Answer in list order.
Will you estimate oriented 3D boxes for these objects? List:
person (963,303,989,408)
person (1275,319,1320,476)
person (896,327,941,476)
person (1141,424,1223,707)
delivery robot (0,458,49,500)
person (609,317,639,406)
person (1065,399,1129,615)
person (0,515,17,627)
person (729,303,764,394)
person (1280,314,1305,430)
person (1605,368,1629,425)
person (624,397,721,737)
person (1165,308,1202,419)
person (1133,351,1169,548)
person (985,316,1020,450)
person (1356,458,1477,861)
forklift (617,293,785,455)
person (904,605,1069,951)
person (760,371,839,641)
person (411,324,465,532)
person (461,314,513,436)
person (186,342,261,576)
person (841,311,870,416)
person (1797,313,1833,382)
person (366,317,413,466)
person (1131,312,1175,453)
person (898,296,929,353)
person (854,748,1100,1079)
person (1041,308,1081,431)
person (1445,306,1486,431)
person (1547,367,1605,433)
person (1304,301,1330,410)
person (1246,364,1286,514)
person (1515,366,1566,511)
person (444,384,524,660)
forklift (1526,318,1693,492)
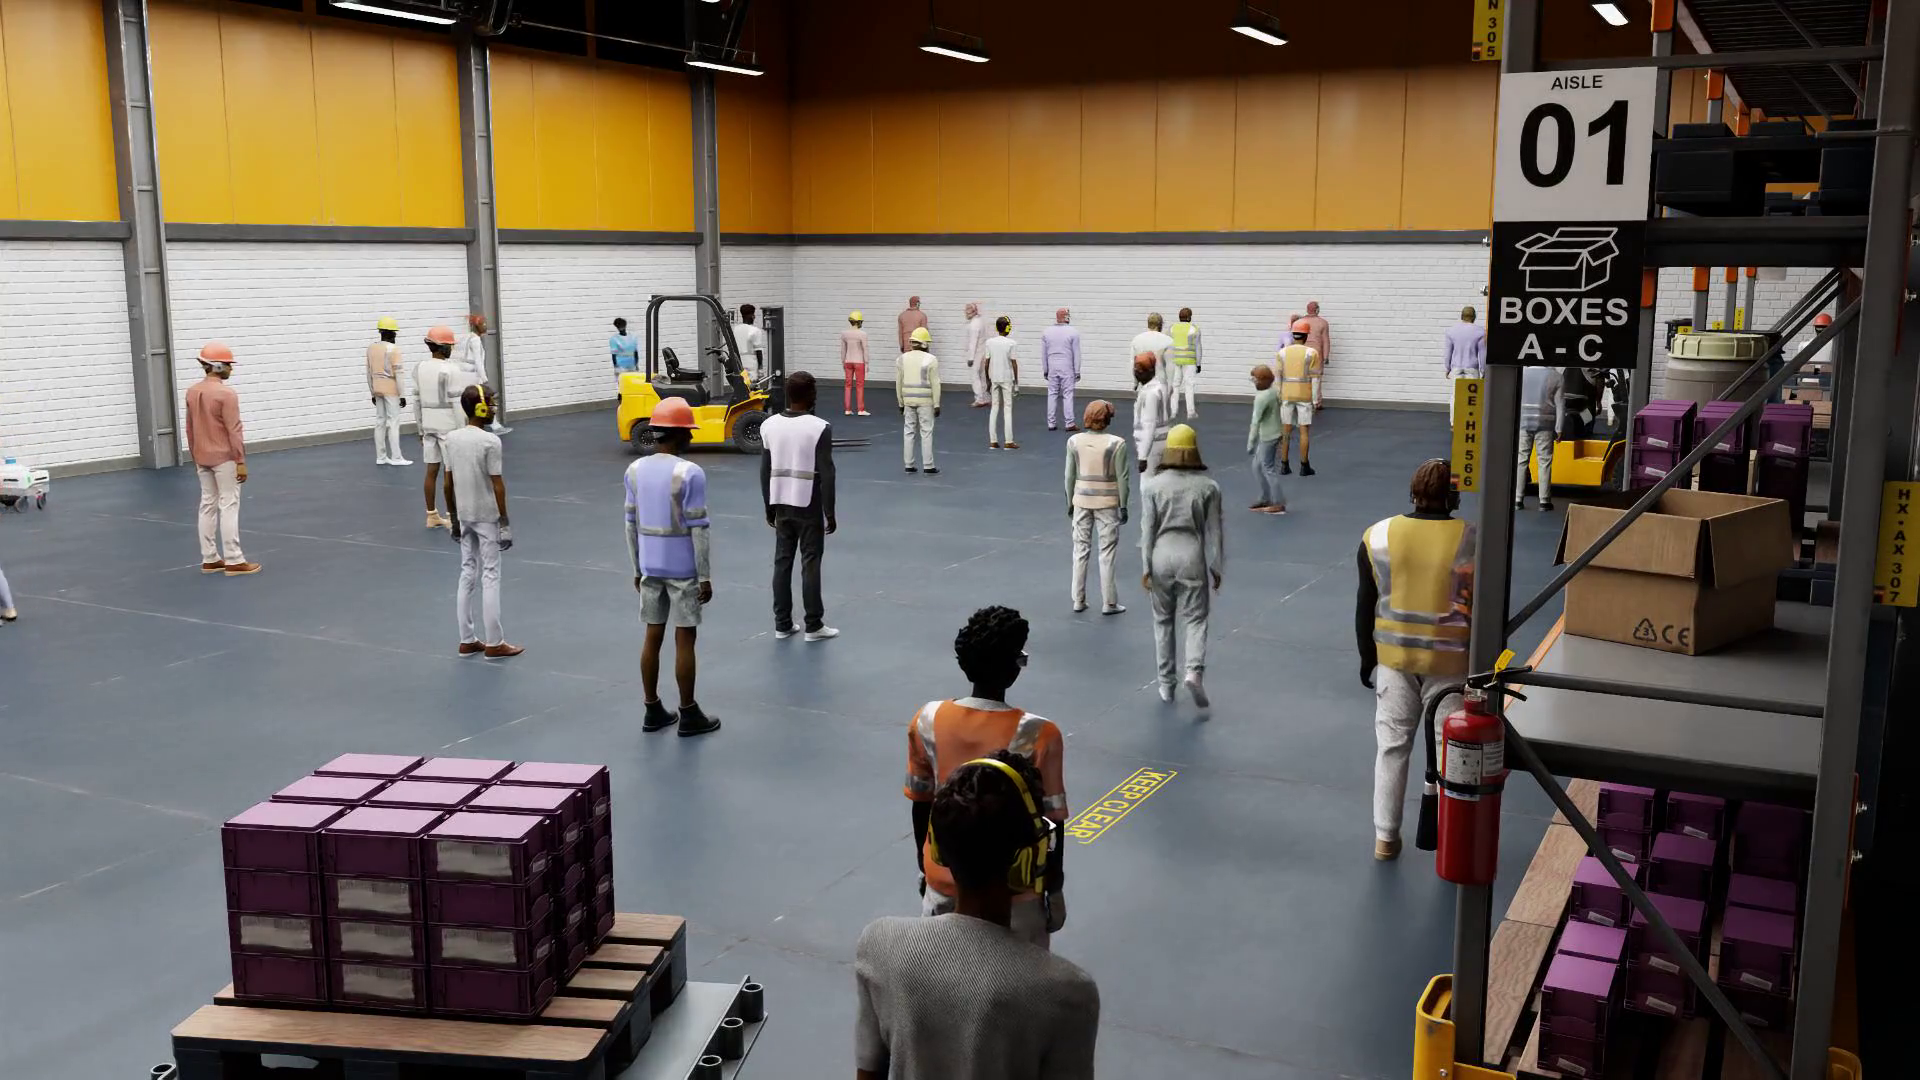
[{"bbox_3d":[0.289,-3.299,29.683,0.458,1.870,0.790,2,10,10],"label":"person"},{"bbox_3d":[4.178,-1.762,20.576,0.549,1.936,0.377,5,11,29],"label":"person"},{"bbox_3d":[-0.496,-1.707,20.567,0.595,1.828,0.403,5,11,29],"label":"person"},{"bbox_3d":[1.338,0.167,10.075,0.497,1.714,0.661,1,10,5],"label":"person"},{"bbox_3d":[-10.130,-0.635,17.780,0.707,0.478,0.477,2,10,10],"label":"delivery robot"},{"bbox_3d":[-5.653,-2.971,28.386,0.325,1.658,0.719,9,13,42],"label":"person"},{"bbox_3d":[1.041,-0.248,12.669,0.517,1.639,0.313,5,11,29],"label":"person"},{"bbox_3d":[-7.245,-0.192,12.092,0.388,1.731,0.566,2,10,14],"label":"person"},{"bbox_3d":[-3.311,-2.690,25.864,0.610,1.963,0.366,5,11,29],"label":"person"},{"bbox_3d":[5.121,-2.586,25.737,0.519,1.798,0.608,7,12,35],"label":"person"},{"bbox_3d":[10.562,-2.730,26.462,0.627,1.840,0.429,5,11,29],"label":"person"},{"bbox_3d":[-1.636,0.152,9.500,0.549,1.934,0.374,5,11,29],"label":"person"},{"bbox_3d":[3.727,-2.936,27.646,0.627,1.843,0.429,5,11,29],"label":"person"},{"bbox_3d":[1.820,-0.852,15.572,0.417,1.847,0.734,2,10,10],"label":"person"},{"bbox_3d":[0.591,-2.200,23.306,0.521,1.870,0.319,5,11,29],"label":"person"},{"bbox_3d":[2.095,0.550,7.465,0.627,1.843,0.429,5,11,29],"label":"person"},{"bbox_3d":[-3.588,-2.317,23.042,2.313,2.155,1.214,-1,10,-5],"label":"forklift"},{"bbox_3d":[0.087,1.037,5.062,0.538,1.695,0.320,5,11,29],"label":"person"},{"bbox_3d":[-1.148,-0.237,11.803,0.591,1.916,0.383,5,11,29],"label":"person"},{"bbox_3d":[-5.116,-1.107,16.473,0.611,2.042,0.395,5,11,29],"label":"person"},{"bbox_3d":[-7.090,-2.406,24.582,0.952,1.831,0.579,-3,10,-16],"label":"person"},{"bbox_3d":[-6.319,-0.691,14.215,0.616,1.990,0.393,5,11,29],"label":"person"},{"bbox_3d":[-1.759,-2.971,28.072,0.528,1.765,0.327,5,11,29],"label":"person"},{"bbox_3d":[11.545,-2.074,22.387,0.549,1.934,0.374,5,11,29],"label":"person"},{"bbox_3d":[-7.386,-1.915,21.494,0.591,1.923,0.381,5,11,29],"label":"person"},{"bbox_3d":[2.648,-2.151,22.831,0.631,1.936,0.362,5,11,29],"label":"person"},{"bbox_3d":[-0.884,-3.818,32.566,0.645,1.907,0.400,5,11,29],"label":"person"},{"bbox_3d":[0.039,1.300,3.053,0.521,1.868,0.319,5,11,29],"label":"person"},{"bbox_3d":[1.584,-2.629,25.692,0.645,1.905,0.400,5,11,29],"label":"person"},{"bbox_3d":[7.776,-2.628,25.591,0.631,1.936,0.362,5,11,29],"label":"person"},{"bbox_3d":[7.404,-1.719,20.024,0.684,2.000,0.535,5,11,29],"label":"person"},{"bbox_3d":[6.158,-3.224,29.127,0.645,1.907,0.400,5,11,29],"label":"person"},{"bbox_3d":[3.197,-1.059,17.462,0.518,1.593,0.572,4,11,22],"label":"person"},{"bbox_3d":[6.145,-1.223,17.755,0.595,1.831,0.403,5,11,29],"label":"person"},{"bbox_3d":[-3.256,-0.122,11.293,0.521,1.865,0.319,5,11,29],"label":"person"},{"bbox_3d":[7.066,-1.601,18.899,2.313,2.155,1.214,5,11,27],"label":"forklift"}]
